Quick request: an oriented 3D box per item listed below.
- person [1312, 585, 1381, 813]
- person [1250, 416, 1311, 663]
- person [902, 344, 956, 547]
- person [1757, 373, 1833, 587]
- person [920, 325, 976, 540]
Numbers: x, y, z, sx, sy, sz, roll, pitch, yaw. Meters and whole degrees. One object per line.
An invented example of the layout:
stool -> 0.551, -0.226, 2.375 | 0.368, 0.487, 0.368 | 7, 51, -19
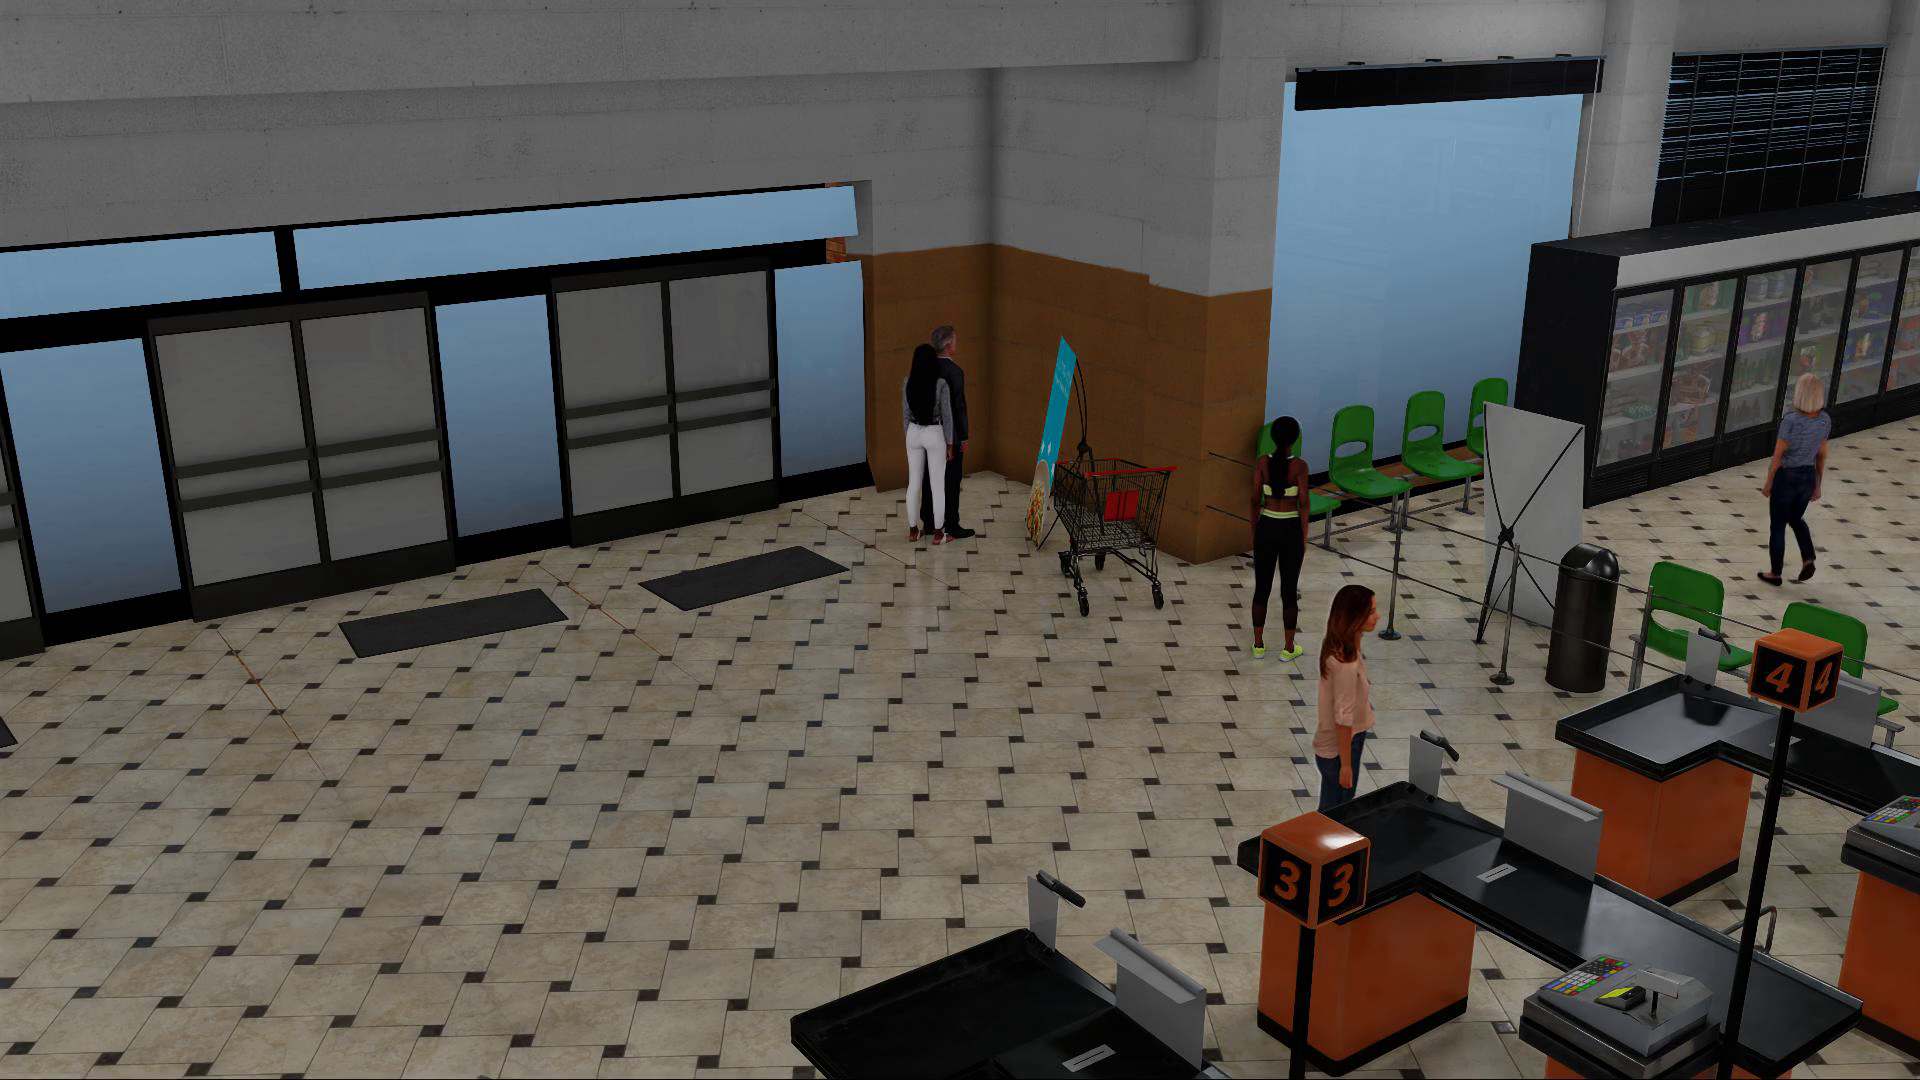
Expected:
person -> 1.907, 1.062, 8.389 | 0.723, 1.791, 0.667 | 4, 19, 10
person -> 2.223, -0.007, 11.618 | 0.603, 1.754, 0.703 | 8, 20, 21
person -> -0.281, -0.817, 14.067 | 0.622, 1.723, 0.738 | 8, 20, 23
person -> 6.541, -0.430, 12.937 | 0.714, 1.712, 0.806 | -4, 19, -11
person -> -0.144, -0.934, 14.233 | 0.594, 1.839, 0.829 | 17, 25, 41
